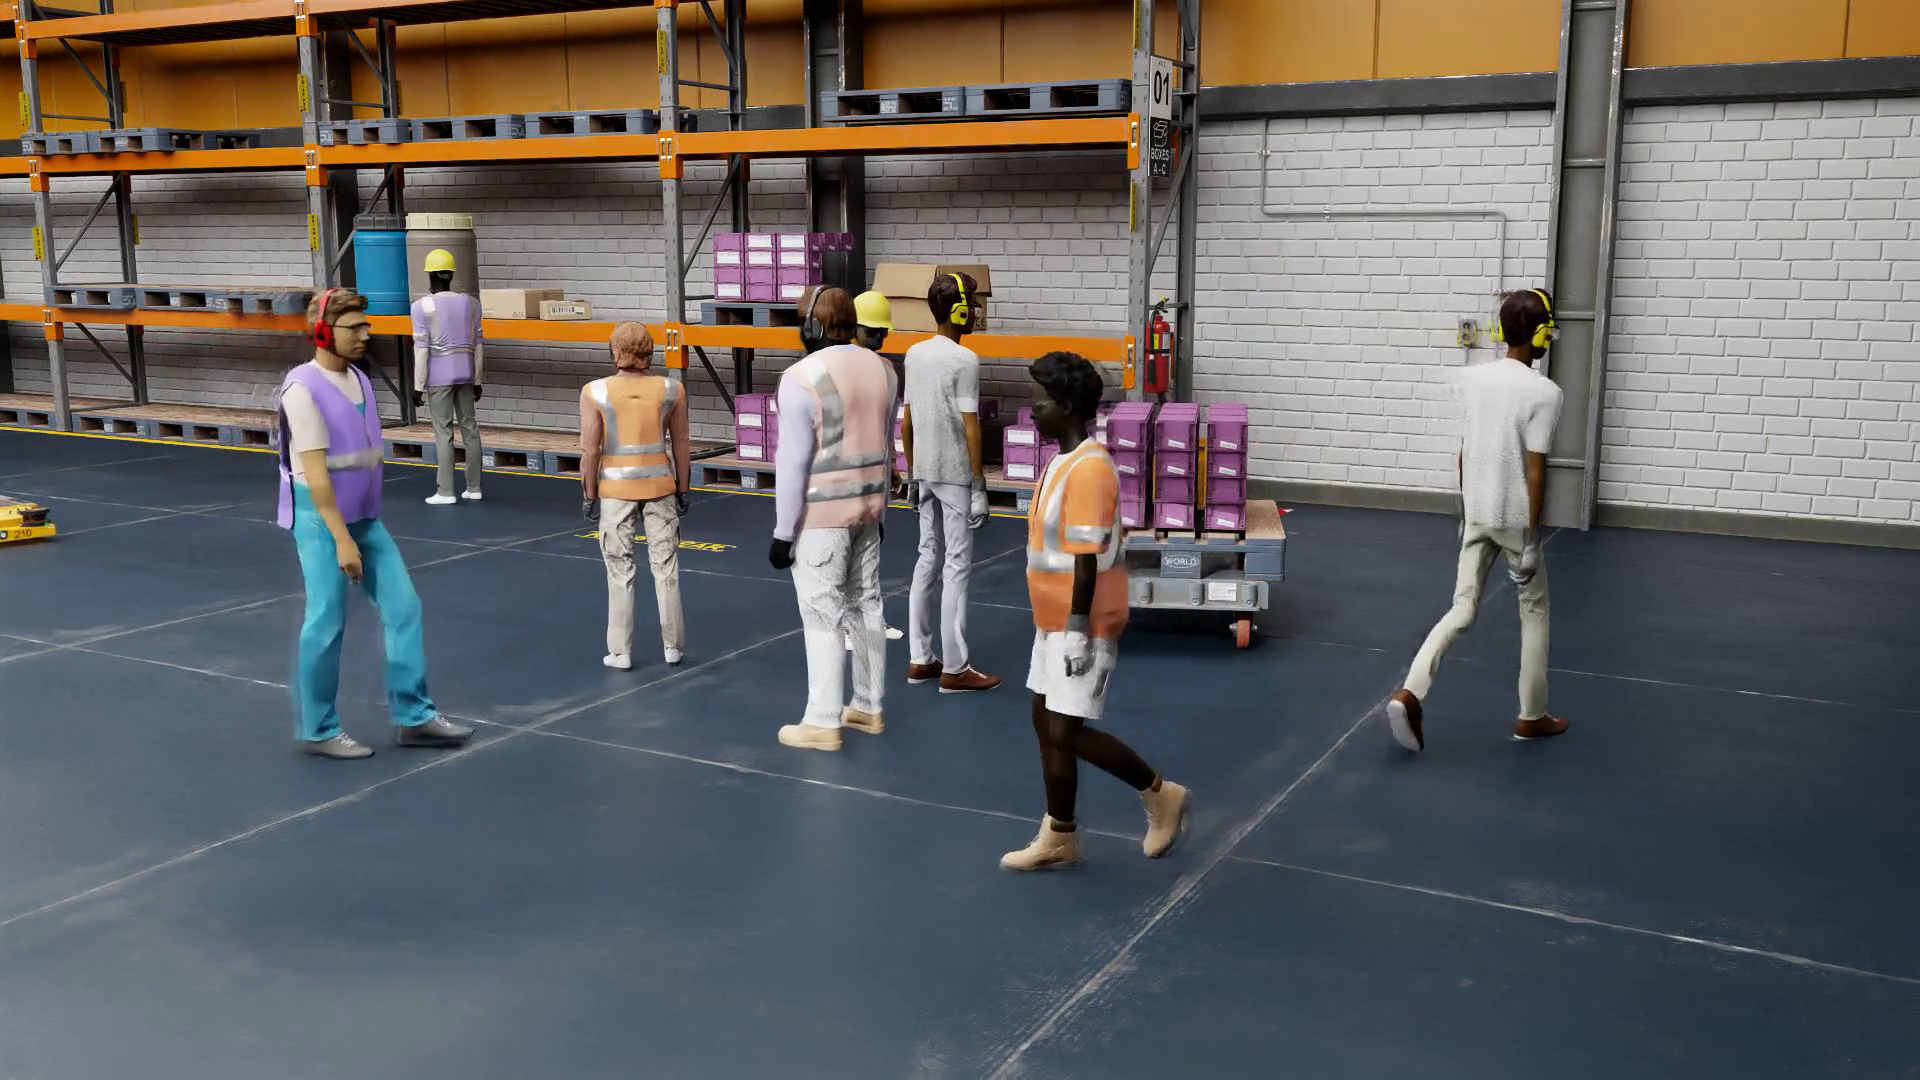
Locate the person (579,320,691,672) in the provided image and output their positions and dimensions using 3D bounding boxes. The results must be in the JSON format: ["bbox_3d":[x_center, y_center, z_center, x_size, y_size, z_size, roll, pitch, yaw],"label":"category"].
[{"bbox_3d":[-1.510,-0.201,7.774,0.525,1.639,0.307,-5,11,-23],"label":"person"}]

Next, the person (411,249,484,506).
[{"bbox_3d":[-3.877,-1.223,12.584,0.369,1.928,0.586,9,14,40],"label":"person"}]

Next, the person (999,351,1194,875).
[{"bbox_3d":[0.417,0.245,5.216,0.518,1.676,0.545,-2,11,-10],"label":"person"}]

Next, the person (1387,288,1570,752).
[{"bbox_3d":[2.073,-0.069,6.528,0.883,1.834,0.519,-7,13,-35],"label":"person"}]

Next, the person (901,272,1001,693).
[{"bbox_3d":[-0.056,-0.255,7.441,0.309,1.868,0.534,-8,13,-38],"label":"person"}]

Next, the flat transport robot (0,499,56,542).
[{"bbox_3d":[-6.786,-0.159,11.296,1.431,0.197,0.652,9,13,40],"label":"flat transport robot"}]

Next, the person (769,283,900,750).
[{"bbox_3d":[-0.515,-0.092,6.628,0.429,1.843,0.626,8,13,36],"label":"person"}]

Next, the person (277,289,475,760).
[{"bbox_3d":[-2.250,-0.036,6.370,0.723,1.823,0.580,2,10,9],"label":"person"}]

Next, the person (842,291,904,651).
[{"bbox_3d":[-0.464,-0.340,8.218,0.328,1.759,0.524,7,12,33],"label":"person"}]
